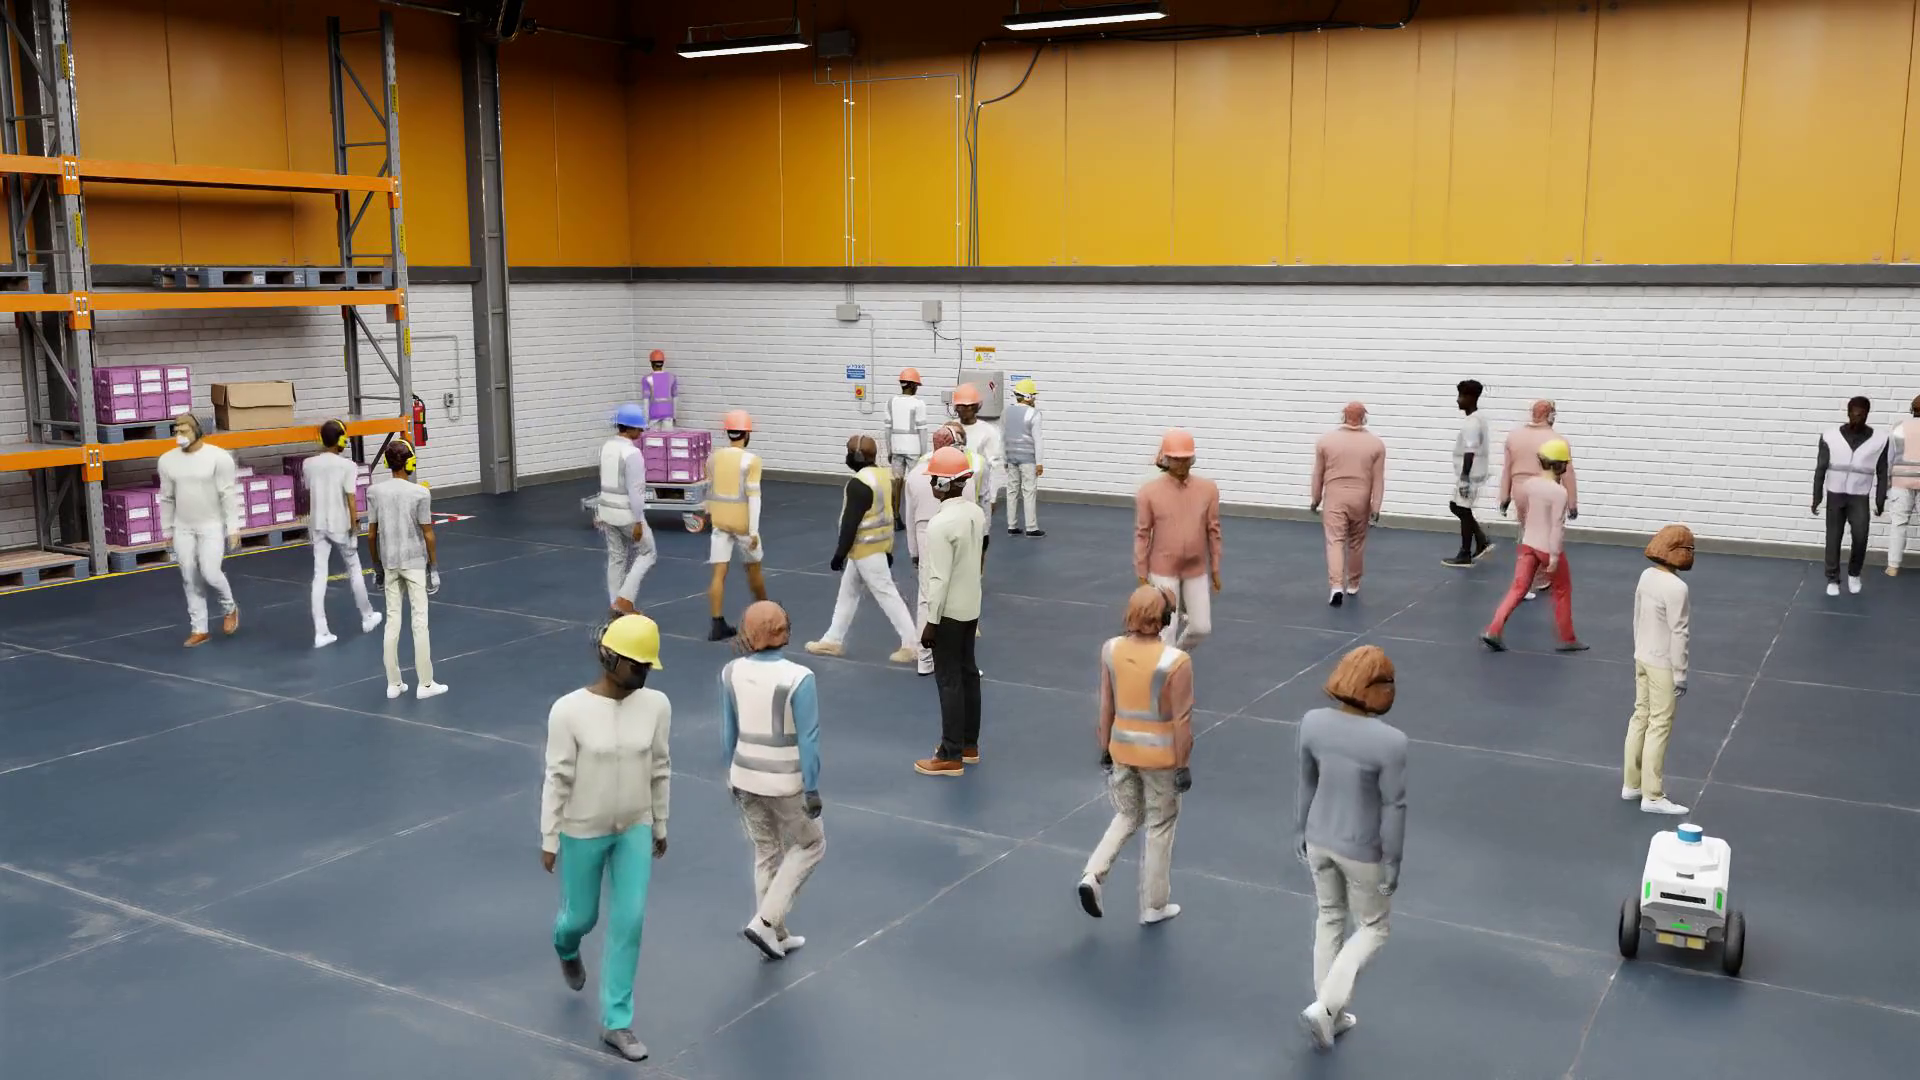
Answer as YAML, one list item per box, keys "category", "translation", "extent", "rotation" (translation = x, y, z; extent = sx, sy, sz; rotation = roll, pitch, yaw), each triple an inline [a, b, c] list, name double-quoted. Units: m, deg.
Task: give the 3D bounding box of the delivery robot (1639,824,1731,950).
- category: "delivery robot"
  translation: [3.263, 1.520, 7.466]
  extent: [0.477, 0.478, 0.707]
  rotation: [4, 10, 26]

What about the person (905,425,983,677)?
- category: "person"
  translation: [-0.098, 0.095, 12.447]
  extent: [0.652, 1.906, 0.402]
  rotation: [8, 12, 39]

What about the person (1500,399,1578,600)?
- category: "person"
  translation: [5.467, -0.382, 15.545]
  extent: [0.963, 1.857, 0.679]
  rotation: [-6, 11, -35]

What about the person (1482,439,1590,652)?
- category: "person"
  translation: [4.622, 0.051, 13.252]
  extent: [0.875, 1.729, 0.521]
  rotation: [-3, 10, -19]

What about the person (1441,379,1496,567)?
- category: "person"
  translation: [5.237, -0.683, 17.135]
  extent: [0.427, 1.955, 0.630]
  rotation: [4, 10, 22]

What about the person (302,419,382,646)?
- category: "person"
  translation: [-5.170, -0.081, 13.801]
  extent: [0.520, 1.825, 0.914]
  rotation: [1, 9, 4]

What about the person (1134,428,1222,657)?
- category: "person"
  translation: [1.503, 0.199, 11.580]
  extent: [0.637, 1.976, 0.519]
  rotation: [-2, 9, -11]

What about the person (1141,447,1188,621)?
- category: "person"
  translation: [1.817, -0.048, 14.258]
  extent: [0.523, 1.596, 0.782]
  rotation: [5, 10, 28]

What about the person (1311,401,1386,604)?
- category: "person"
  translation: [3.588, -0.355, 15.400]
  extent: [0.646, 1.872, 0.948]
  rotation: [2, 9, 10]

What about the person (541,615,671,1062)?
- category: "person"
  translation: [-1.420, 1.122, 6.599]
  extent: [0.561, 1.710, 0.726]
  rotation: [-6, 11, -33]

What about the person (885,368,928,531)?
- category: "person"
  translation: [-0.609, -1.052, 19.545]
  extent: [0.548, 1.925, 0.386]
  rotation: [5, 10, 28]

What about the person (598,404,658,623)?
- category: "person"
  translation: [-2.875, -0.215, 14.358]
  extent: [0.595, 1.918, 0.442]
  rotation: [8, 12, 40]

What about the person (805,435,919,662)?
- category: "person"
  translation: [-0.715, 0.069, 13.017]
  extent: [1.008, 1.788, 0.618]
  rotation: [1, 9, 8]

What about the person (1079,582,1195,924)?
- category: "person"
  translation: [0.824, 1.008, 7.649]
  extent: [0.515, 1.624, 0.494]
  rotation: [9, 13, 43]

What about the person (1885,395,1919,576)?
- category: "person"
  translation: [9.550, -0.540, 16.612]
  extent: [0.634, 1.841, 0.429]
  rotation: [5, 10, 28]

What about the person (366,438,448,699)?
- category: "person"
  translation: [-3.955, 0.205, 11.874]
  extent: [0.521, 1.871, 0.325]
  rotation: [1, 9, 8]

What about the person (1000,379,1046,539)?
- category: "person"
  translation: [0.732, -0.932, 19.100]
  extent: [0.591, 1.829, 0.404]
  rotation: [8, 12, 41]

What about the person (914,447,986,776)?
- category: "person"
  translation: [-0.055, 0.428, 10.094]
  extent: [0.377, 1.995, 0.612]
  rotation: [4, 10, 23]

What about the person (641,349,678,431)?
- category: "person"
  translation: [-4.456, -1.864, 24.660]
  extent: [0.555, 1.936, 0.485]
  rotation: [-4, 10, -25]

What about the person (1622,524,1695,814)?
- category: "person"
  translation: [3.968, 0.718, 9.406]
  extent: [0.268, 1.631, 0.507]
  rotation: [0, 9, -2]

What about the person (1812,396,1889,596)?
- category: "person"
  translation: [8.346, -0.408, 15.609]
  extent: [0.612, 1.899, 0.463]
  rotation: [5, 10, 26]

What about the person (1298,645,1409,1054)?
- category: "person"
  translation: [1.466, 1.208, 6.422]
  extent: [0.450, 1.617, 0.519]
  rotation: [-8, 12, -43]

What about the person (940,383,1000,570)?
- category: "person"
  translation: [0.035, -0.424, 15.314]
  extent: [0.645, 2.020, 0.719]
  rotation: [4, 10, 23]

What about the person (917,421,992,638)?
- category: "person"
  translation: [-0.054, -0.079, 13.798]
  extent: [0.643, 1.831, 0.431]
  rotation: [-1, 9, -6]

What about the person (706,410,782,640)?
- category: "person"
  translation: [-1.851, -0.148, 14.023]
  extent: [0.540, 1.880, 0.982]
  rotation: [4, 10, 21]

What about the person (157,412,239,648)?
- category: "person"
  translation: [-6.189, -0.089, 13.542]
  extent: [0.649, 1.921, 0.490]
  rotation: [1, 9, 4]

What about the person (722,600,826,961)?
- category: "person"
  translation: [-0.819, 1.066, 7.273]
  extent: [0.537, 1.612, 0.405]
  rotation: [6, 11, 35]
